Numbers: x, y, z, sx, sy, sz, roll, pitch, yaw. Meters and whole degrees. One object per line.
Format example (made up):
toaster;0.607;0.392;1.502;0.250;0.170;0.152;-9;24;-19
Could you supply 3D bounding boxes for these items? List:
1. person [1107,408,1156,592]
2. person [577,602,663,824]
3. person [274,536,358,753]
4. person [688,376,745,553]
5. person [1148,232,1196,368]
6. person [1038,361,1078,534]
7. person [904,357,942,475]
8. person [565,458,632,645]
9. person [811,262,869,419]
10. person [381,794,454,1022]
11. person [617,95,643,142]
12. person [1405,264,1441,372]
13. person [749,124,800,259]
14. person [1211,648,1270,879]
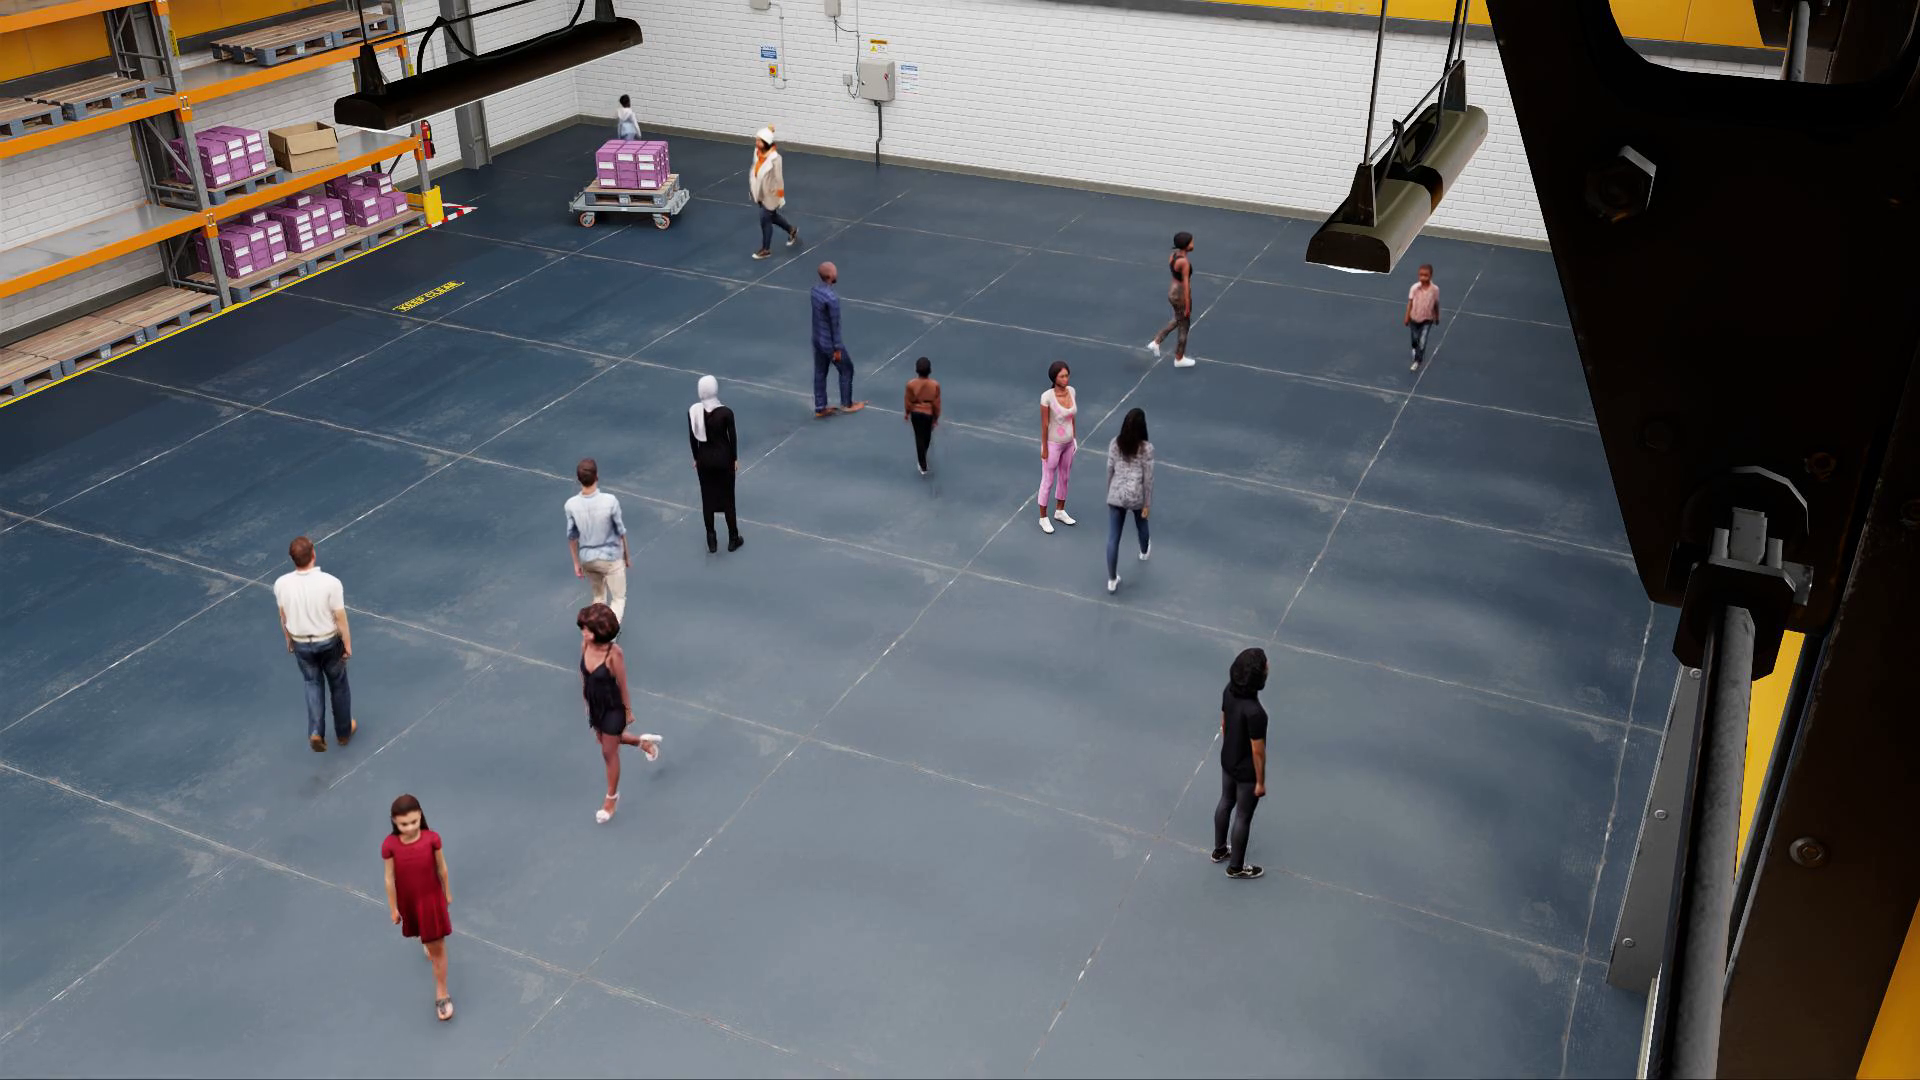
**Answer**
person;1.501;-0.335;15.177;0.735;1.689;1.136;8;30;14
person;-2.536;1.201;12.276;0.661;1.771;1.051;18;33;30
person;-4.979;0.860;12.830;0.905;1.840;1.019;-2;29;-4
person;-2.318;-0.715;15.781;0.666;1.778;0.646;2;29;3
person;2.534;-2.849;19.786;0.925;1.689;0.880;-8;30;-14
person;0.958;-0.927;16.208;0.597;1.742;0.717;-20;35;-32
person;-0.395;-1.283;17.402;0.821;1.222;0.963;-4;29;-7
person;-3.041;0.207;14.034;0.874;1.832;1.117;2;29;3
person;-1.531;-2.194;18.468;0.996;1.802;0.894;-20;35;-33
person;-3.459;2.240;10.627;0.967;1.526;1.066;-8;30;-14
person;-5.461;-6.613;27.163;0.505;1.233;0.817;12;31;20
person;5.560;-2.702;19.954;0.595;1.271;0.921;7;29;13
person;-2.614;-4.932;23.432;1.242;1.856;1.009;-21;35;-33
person;1.959;1.540;11.588;0.756;1.836;0.706;-11;31;-19
